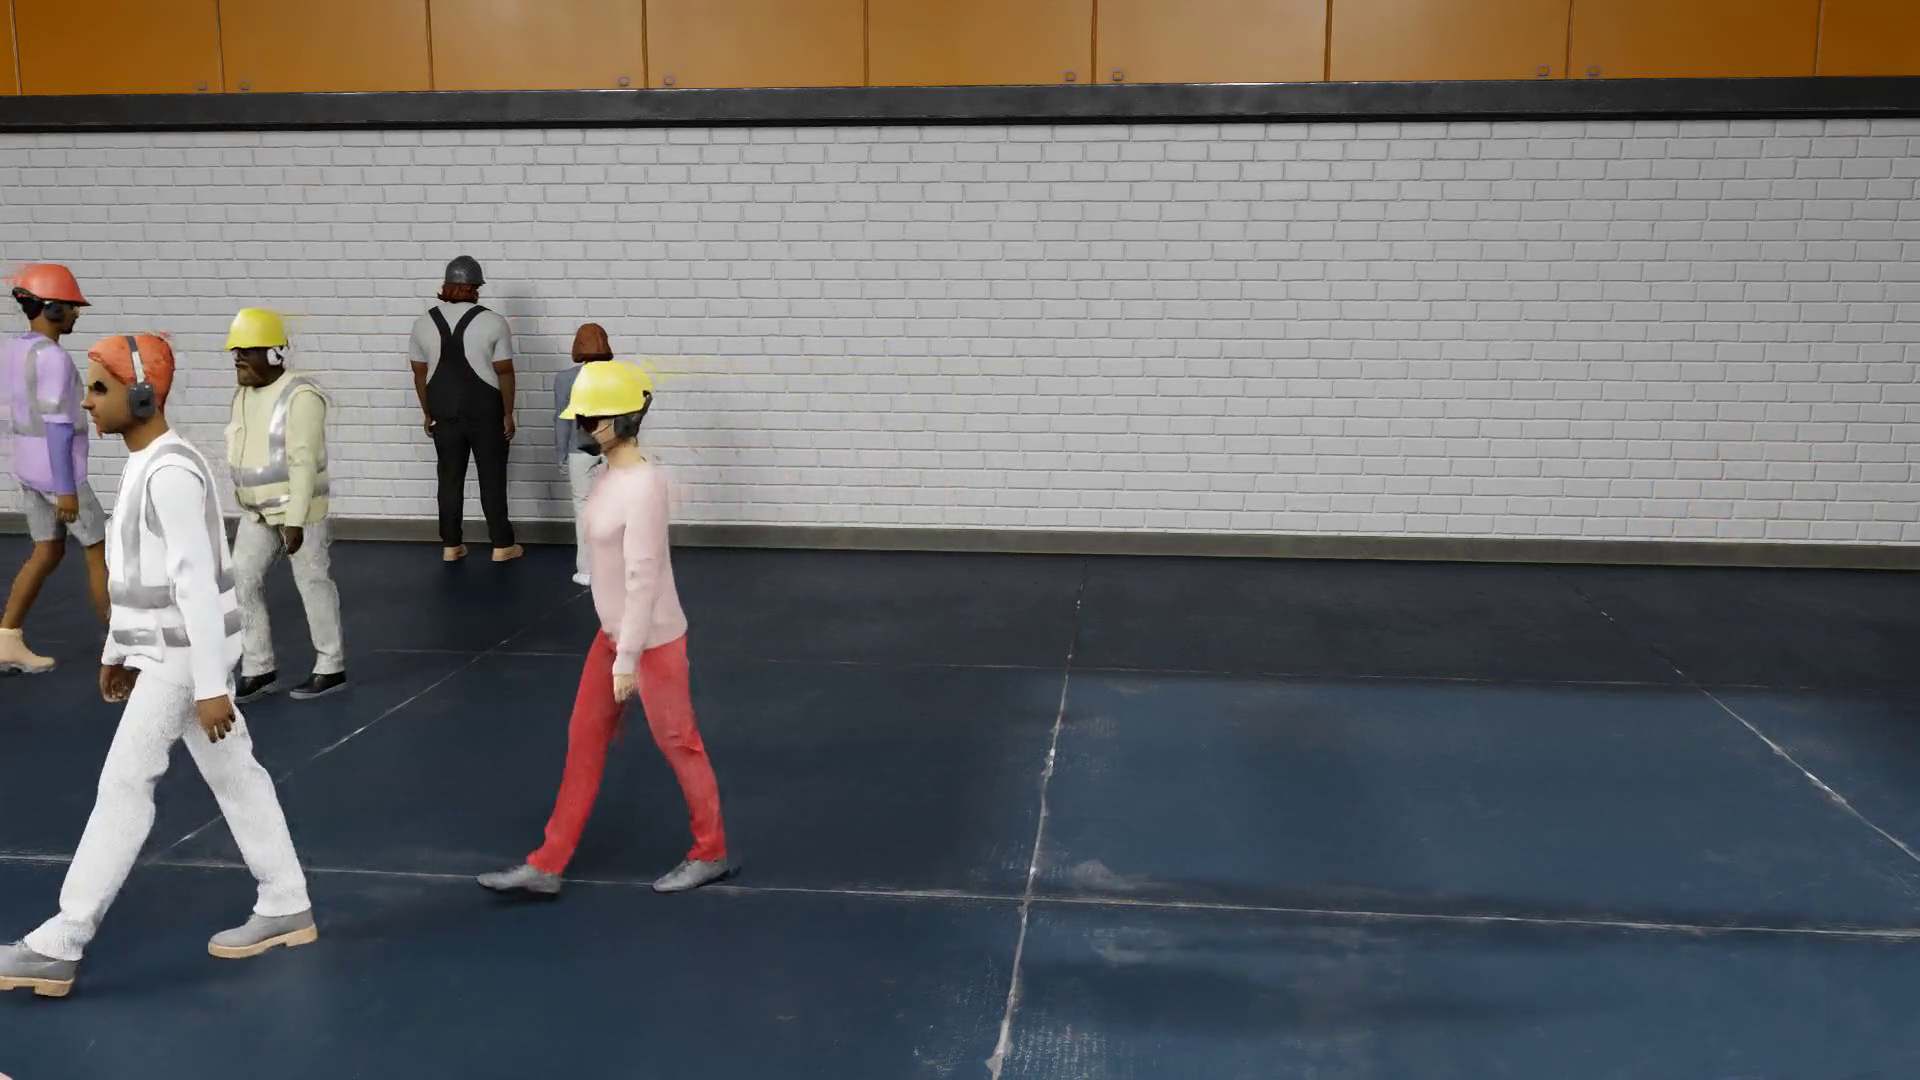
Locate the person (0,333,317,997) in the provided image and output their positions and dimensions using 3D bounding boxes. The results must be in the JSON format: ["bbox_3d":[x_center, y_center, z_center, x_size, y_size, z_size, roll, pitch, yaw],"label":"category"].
[{"bbox_3d":[-2.331,0.351,4.675,0.955,1.835,0.608,-5,11,-28],"label":"person"}]

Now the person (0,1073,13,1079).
[{"bbox_3d":[-0.972,0.951,1.476,0.522,1.761,0.322,1,10,7],"label":"person"}]

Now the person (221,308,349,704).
[{"bbox_3d":[-3.127,-0.135,7.549,0.608,1.808,0.672,6,11,29],"label":"person"}]

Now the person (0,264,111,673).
[{"bbox_3d":[-4.406,-0.336,8.134,0.626,2.013,0.863,10,14,44],"label":"person"}]

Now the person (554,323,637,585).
[{"bbox_3d":[-2.257,-0.530,10.339,0.503,1.627,0.280,-4,11,-23],"label":"person"}]

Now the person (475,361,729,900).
[{"bbox_3d":[-1.113,0.313,5.188,0.867,1.720,0.548,-6,12,-30],"label":"person"}]

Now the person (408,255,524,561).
[{"bbox_3d":[-3.272,-0.875,11.123,0.682,2.000,0.536,1,10,6],"label":"person"}]
